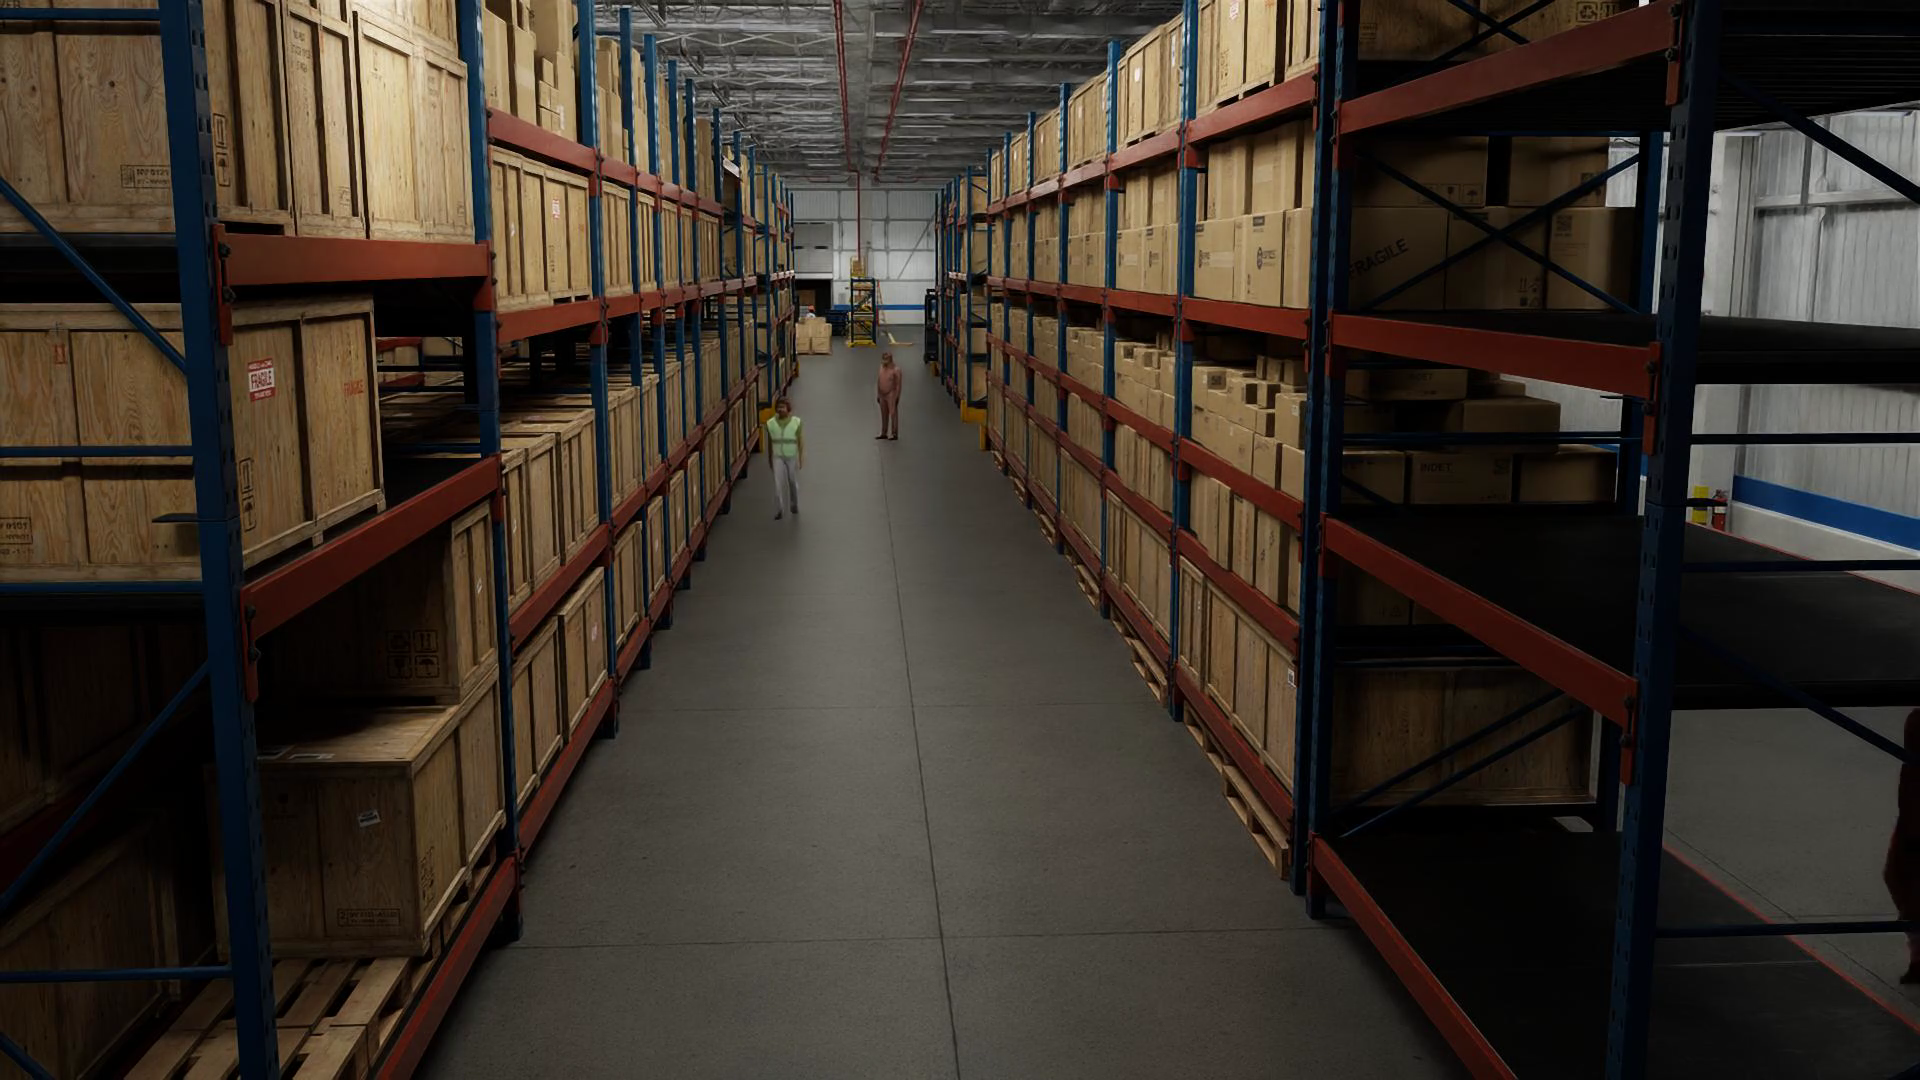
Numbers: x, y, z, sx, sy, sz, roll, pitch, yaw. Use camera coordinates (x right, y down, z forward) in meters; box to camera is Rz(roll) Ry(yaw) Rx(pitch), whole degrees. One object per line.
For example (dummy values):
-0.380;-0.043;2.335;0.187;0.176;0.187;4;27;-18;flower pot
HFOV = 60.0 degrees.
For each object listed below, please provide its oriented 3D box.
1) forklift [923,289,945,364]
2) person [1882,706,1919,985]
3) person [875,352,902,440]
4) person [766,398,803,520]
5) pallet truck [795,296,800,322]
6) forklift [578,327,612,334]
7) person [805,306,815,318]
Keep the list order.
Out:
-0.807;-8.115;62.941;1.129;2.768;1.873;-1;10;-3;forklift
5.178;1.454;8.731;0.646;1.892;0.437;0;10;-1;person
-1.560;-3.104;35.934;0.639;1.901;0.406;8;12;40;person
-2.635;-1.253;25.150;0.571;1.814;0.860;0;10;1;person
-8.622;-12.439;91.403;1.885;1.965;0.823;2;10;13;pallet truck
-9.179;-4.620;42.066;1.129;2.768;1.873;-1;10;-4;forklift
-6.505;-9.284;72.774;0.544;1.929;0.395;8;13;41;person
